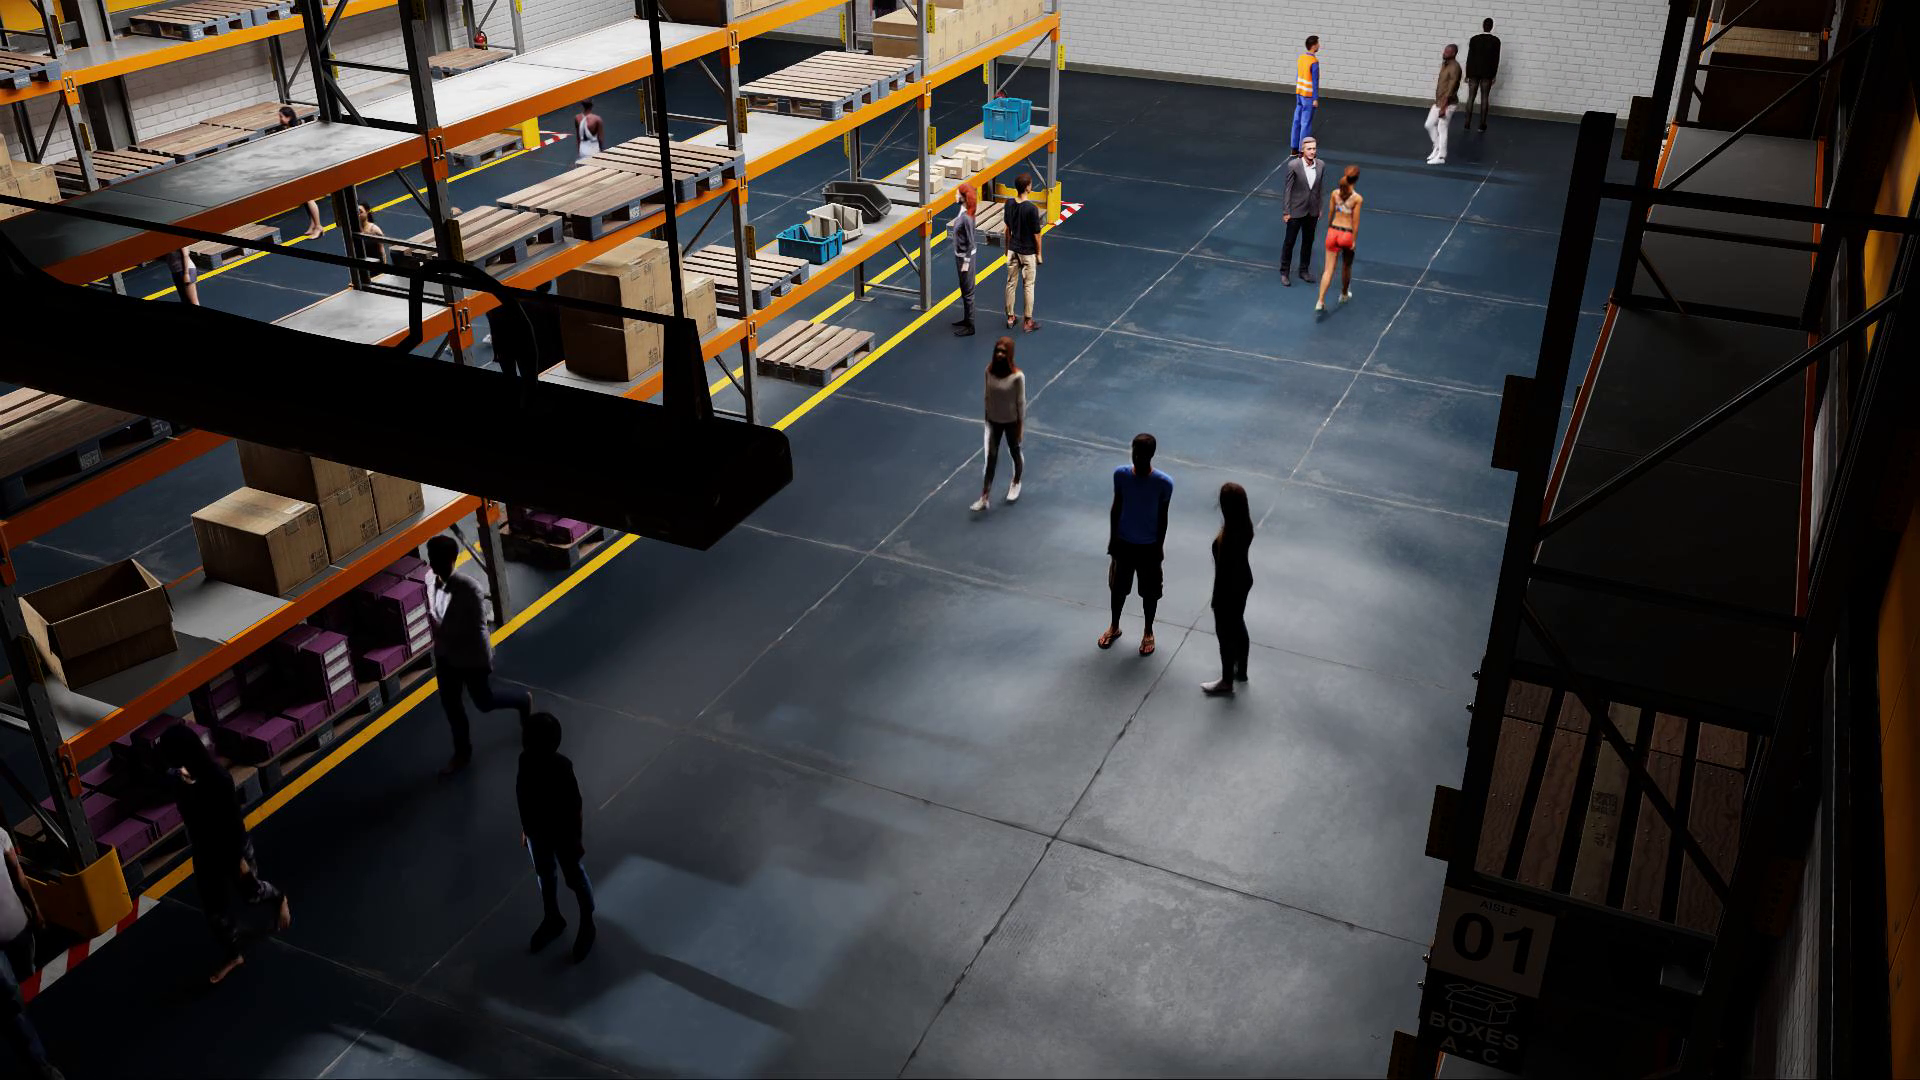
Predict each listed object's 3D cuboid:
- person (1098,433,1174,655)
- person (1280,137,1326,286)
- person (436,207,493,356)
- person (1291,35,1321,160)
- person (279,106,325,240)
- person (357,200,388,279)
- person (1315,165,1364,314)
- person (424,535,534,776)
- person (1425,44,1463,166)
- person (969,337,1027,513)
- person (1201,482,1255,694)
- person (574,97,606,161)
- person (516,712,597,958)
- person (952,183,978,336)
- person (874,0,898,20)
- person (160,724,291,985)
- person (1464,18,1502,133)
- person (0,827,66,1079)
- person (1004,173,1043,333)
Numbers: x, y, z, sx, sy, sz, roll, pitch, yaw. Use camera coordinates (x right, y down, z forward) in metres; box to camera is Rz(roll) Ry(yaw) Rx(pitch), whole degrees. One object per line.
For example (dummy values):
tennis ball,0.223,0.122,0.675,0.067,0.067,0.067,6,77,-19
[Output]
person,1.404,-0.001,13.129,0.663,1.863,0.576,10,30,18
person,4.268,-4.112,20.688,0.798,1.841,0.853,-9,30,-17
person,-5.446,-2.929,18.704,0.658,1.663,1.162,15,32,26
person,5.346,-6.840,25.667,0.844,1.862,0.782,-9,30,-17
person,-8.819,-4.908,22.223,0.808,1.769,0.779,-17,33,-28
person,-6.616,-3.032,18.845,0.735,1.710,0.984,4,29,7
person,4.466,-3.525,19.705,0.697,1.752,1.175,17,33,28
person,-3.458,0.758,11.773,0.749,1.828,1.071,17,33,28
person,7.452,-6.630,25.334,0.894,1.813,0.797,-5,29,-9
person,0.453,-1.112,15.361,0.611,1.676,0.990,13,31,23
person,2.076,0.361,12.621,0.696,1.714,0.536,17,33,29
person,-5.054,-5.160,22.686,0.691,1.768,0.766,4,29,7
person,-2.453,1.768,10.056,0.587,1.701,0.556,9,30,17
person,0.061,-3.239,19.153,0.719,1.779,0.605,-3,29,-6
person,-1.398,-9.806,31.365,0.589,1.614,0.571,12,31,21
person,-4.399,1.800,9.989,0.761,1.707,0.996,4,29,8
person,8.492,-7.584,27.097,0.659,1.799,0.563,11,30,19
person,-5.421,2.136,9.231,0.785,1.845,1.072,15,32,25
person,0.718,-3.335,19.245,0.679,1.858,0.570,18,33,30
